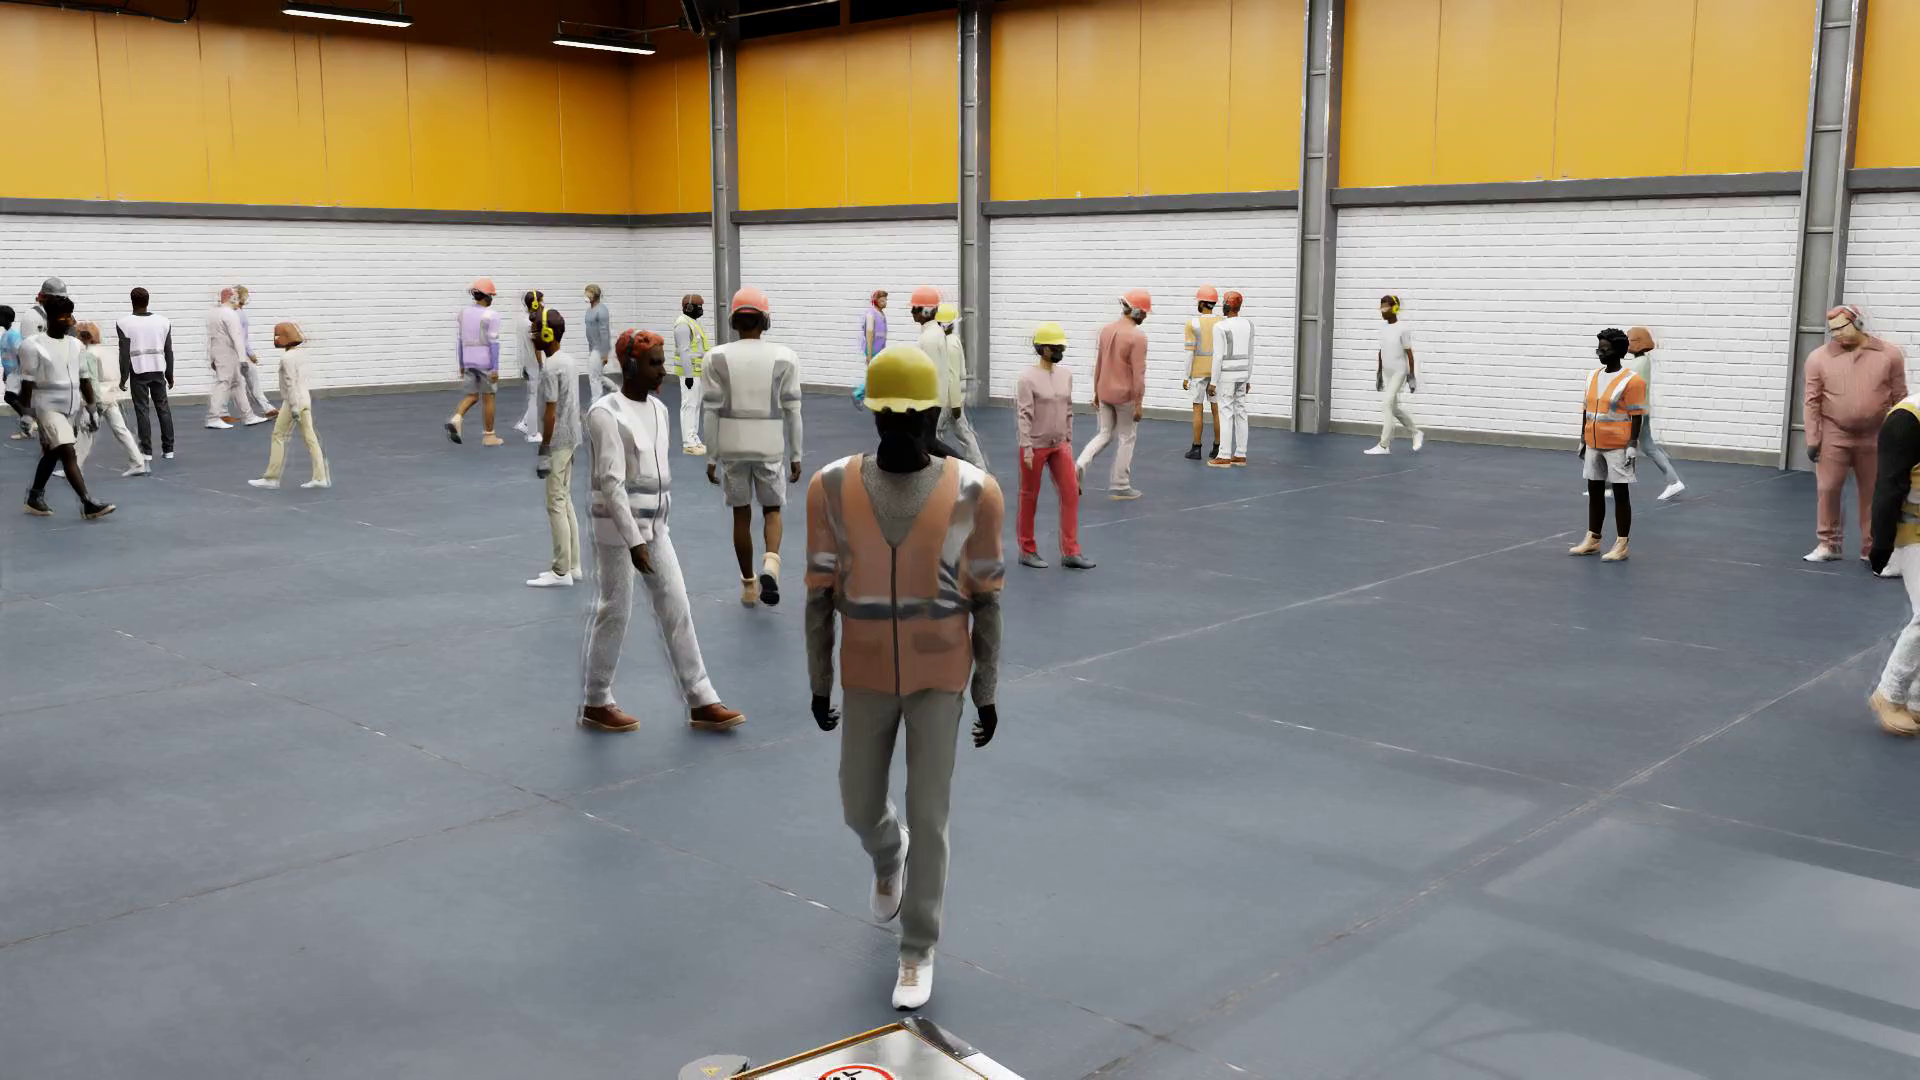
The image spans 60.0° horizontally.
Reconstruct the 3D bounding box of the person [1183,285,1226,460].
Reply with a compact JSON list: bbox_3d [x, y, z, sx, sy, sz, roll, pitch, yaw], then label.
[{"bbox_3d":[2.738,-1.860,18.520,0.548,1.942,0.343,-2,10,-15],"label":"person"}]

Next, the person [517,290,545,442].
[{"bbox_3d":[-5.178,-2.112,20.331,0.387,1.852,0.559,-5,10,-26],"label":"person"}]

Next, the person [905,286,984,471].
[{"bbox_3d":[-0.214,-1.247,14.651,0.741,1.978,0.626,1,9,6],"label":"person"}]

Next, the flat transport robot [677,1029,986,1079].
[{"bbox_3d":[-0.018,1.406,3.605,0.652,0.197,1.431,-7,12,-37],"label":"flat transport robot"}]

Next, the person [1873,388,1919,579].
[{"bbox_3d":[6.676,-0.520,11.323,0.752,1.607,0.517,-4,10,-25],"label":"person"}]

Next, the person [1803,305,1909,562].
[{"bbox_3d":[6.464,-0.738,11.895,0.799,1.867,0.407,3,10,18],"label":"person"}]

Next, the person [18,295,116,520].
[{"bbox_3d":[-7.655,-1.124,14.141,1.050,1.898,0.623,3,10,17],"label":"person"}]

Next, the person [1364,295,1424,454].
[{"bbox_3d":[5.049,-1.898,19.096,0.815,1.838,0.526,-4,10,-21],"label":"person"}]

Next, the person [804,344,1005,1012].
[{"bbox_3d":[-0.156,0.370,4.937,0.591,1.914,0.618,1,9,8],"label":"person"}]

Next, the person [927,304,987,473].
[{"bbox_3d":[-0.145,-1.406,16.251,0.951,1.786,0.601,0,9,1],"label":"person"}]

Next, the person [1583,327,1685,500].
[{"bbox_3d":[6.264,-1.163,15.303,0.846,1.599,0.506,6,11,32],"label":"person"}]

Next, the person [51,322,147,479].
[{"bbox_3d":[-8.733,-1.410,16.837,0.876,1.588,0.535,-1,9,-9],"label":"person"}]

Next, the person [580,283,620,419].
[{"bbox_3d":[-5.046,-2.670,23.559,0.748,1.923,0.637,-5,10,-28],"label":"person"}]

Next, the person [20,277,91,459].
[{"bbox_3d":[-10.109,-1.938,18.694,0.536,2.000,0.677,3,10,17],"label":"person"}]

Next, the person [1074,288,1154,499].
[{"bbox_3d":[1.372,-1.303,15.084,0.735,1.949,0.695,-6,11,-34],"label":"person"}]

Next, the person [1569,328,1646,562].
[{"bbox_3d":[4.714,-0.689,12.086,0.318,1.695,0.539,-4,10,-25],"label":"person"}]

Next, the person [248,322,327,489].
[{"bbox_3d":[-6.514,-1.283,16.030,0.783,1.603,0.508,0,9,1],"label":"person"}]

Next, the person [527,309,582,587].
[{"bbox_3d":[-2.715,-0.609,11.121,0.355,1.858,0.531,0,9,1],"label":"person"}]

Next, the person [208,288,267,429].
[{"bbox_3d":[-9.692,-2.432,22.243,0.888,1.858,0.701,-8,12,-39],"label":"person"}]

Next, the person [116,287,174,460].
[{"bbox_3d":[-9.042,-1.847,18.510,0.371,1.916,0.597,8,12,40],"label":"person"}]

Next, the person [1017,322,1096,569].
[{"bbox_3d":[0.674,-0.641,11.617,0.548,1.741,0.710,-7,12,-37],"label":"person"}]

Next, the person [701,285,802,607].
[{"bbox_3d":[-1.283,-0.554,10.278,0.608,2.026,0.617,-1,9,-8],"label":"person"}]

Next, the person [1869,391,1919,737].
[{"bbox_3d":[4.419,0.000,7.480,0.645,1.826,0.443,-3,10,-20],"label":"person"}]

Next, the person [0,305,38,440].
[{"bbox_3d":[-11.669,-2.057,20.533,0.374,1.677,0.585,-8,12,-40],"label":"person"}]

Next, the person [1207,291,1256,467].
[{"bbox_3d":[2.902,-1.717,17.817,0.575,1.884,0.355,-7,11,-35],"label":"person"}]

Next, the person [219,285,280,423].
[{"bbox_3d":[-9.799,-2.540,22.835,0.965,1.889,0.624,-2,9,-9],"label":"person"}]

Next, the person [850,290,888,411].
[{"bbox_3d":[-1.278,-2.734,24.245,0.544,1.818,0.653,3,10,17],"label":"person"}]

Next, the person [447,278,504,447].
[{"bbox_3d":[-5.745,-2.085,19.676,0.633,2.019,0.733,4,10,24],"label":"person"}]

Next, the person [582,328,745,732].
[{"bbox_3d":[-1.411,-0.021,7.524,0.778,1.850,0.594,4,10,25],"label":"person"}]

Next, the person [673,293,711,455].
[{"bbox_3d":[-3.052,-1.899,19.071,0.429,1.843,0.627,0,9,2],"label":"person"}]
